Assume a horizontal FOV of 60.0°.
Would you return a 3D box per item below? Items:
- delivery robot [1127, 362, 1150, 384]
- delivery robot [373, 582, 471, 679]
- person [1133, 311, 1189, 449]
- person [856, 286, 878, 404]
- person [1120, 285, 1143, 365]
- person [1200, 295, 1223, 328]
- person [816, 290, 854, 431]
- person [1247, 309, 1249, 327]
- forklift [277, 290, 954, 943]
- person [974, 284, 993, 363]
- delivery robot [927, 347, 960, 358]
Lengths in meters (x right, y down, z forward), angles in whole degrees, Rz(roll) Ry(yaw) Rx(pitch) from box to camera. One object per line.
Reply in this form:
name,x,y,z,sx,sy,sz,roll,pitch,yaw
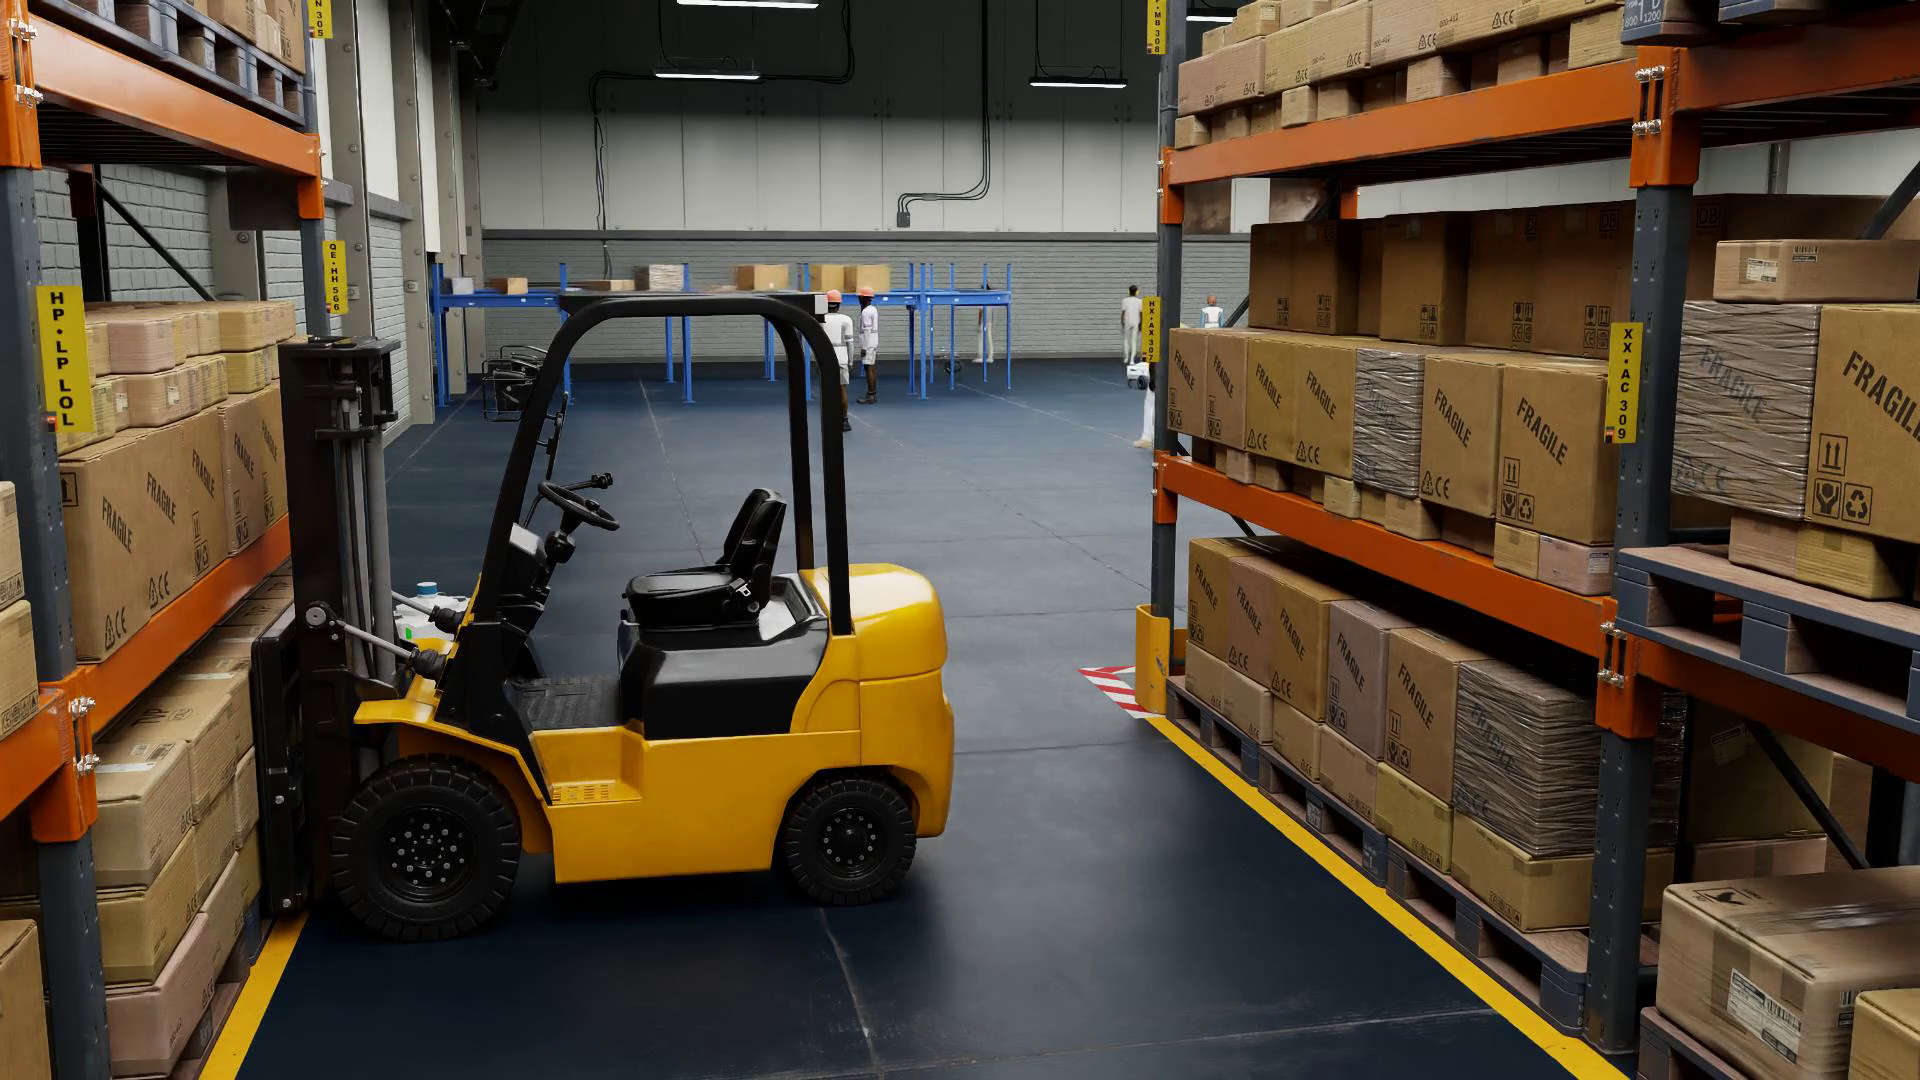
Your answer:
delivery robot,3.439,-3.140,31.044,0.477,0.478,0.707,-6,11,-31
delivery robot,-2.881,0.473,9.029,0.477,0.478,0.707,4,10,22
person,2.558,-2.006,20.492,0.726,1.813,0.433,-6,11,-33
person,-1.555,-3.242,27.619,0.365,1.937,0.557,1,9,9
person,3.962,-4.978,38.563,0.530,1.816,0.949,0,9,2
person,5.483,-4.511,36.262,0.525,1.639,0.307,-2,9,-9
person,-1.735,-2.474,22.943,0.545,1.938,0.355,0,9,1
person,6.958,-5.039,38.668,0.653,1.906,0.405,-3,10,-18
forklift,-1.179,0.175,6.143,2.313,2.155,1.214,-2,10,-12
person,0.592,-5.151,39.485,0.526,1.870,0.344,-9,13,-43
delivery robot,-0.355,-4.026,35.659,0.698,0.223,0.335,3,10,15
